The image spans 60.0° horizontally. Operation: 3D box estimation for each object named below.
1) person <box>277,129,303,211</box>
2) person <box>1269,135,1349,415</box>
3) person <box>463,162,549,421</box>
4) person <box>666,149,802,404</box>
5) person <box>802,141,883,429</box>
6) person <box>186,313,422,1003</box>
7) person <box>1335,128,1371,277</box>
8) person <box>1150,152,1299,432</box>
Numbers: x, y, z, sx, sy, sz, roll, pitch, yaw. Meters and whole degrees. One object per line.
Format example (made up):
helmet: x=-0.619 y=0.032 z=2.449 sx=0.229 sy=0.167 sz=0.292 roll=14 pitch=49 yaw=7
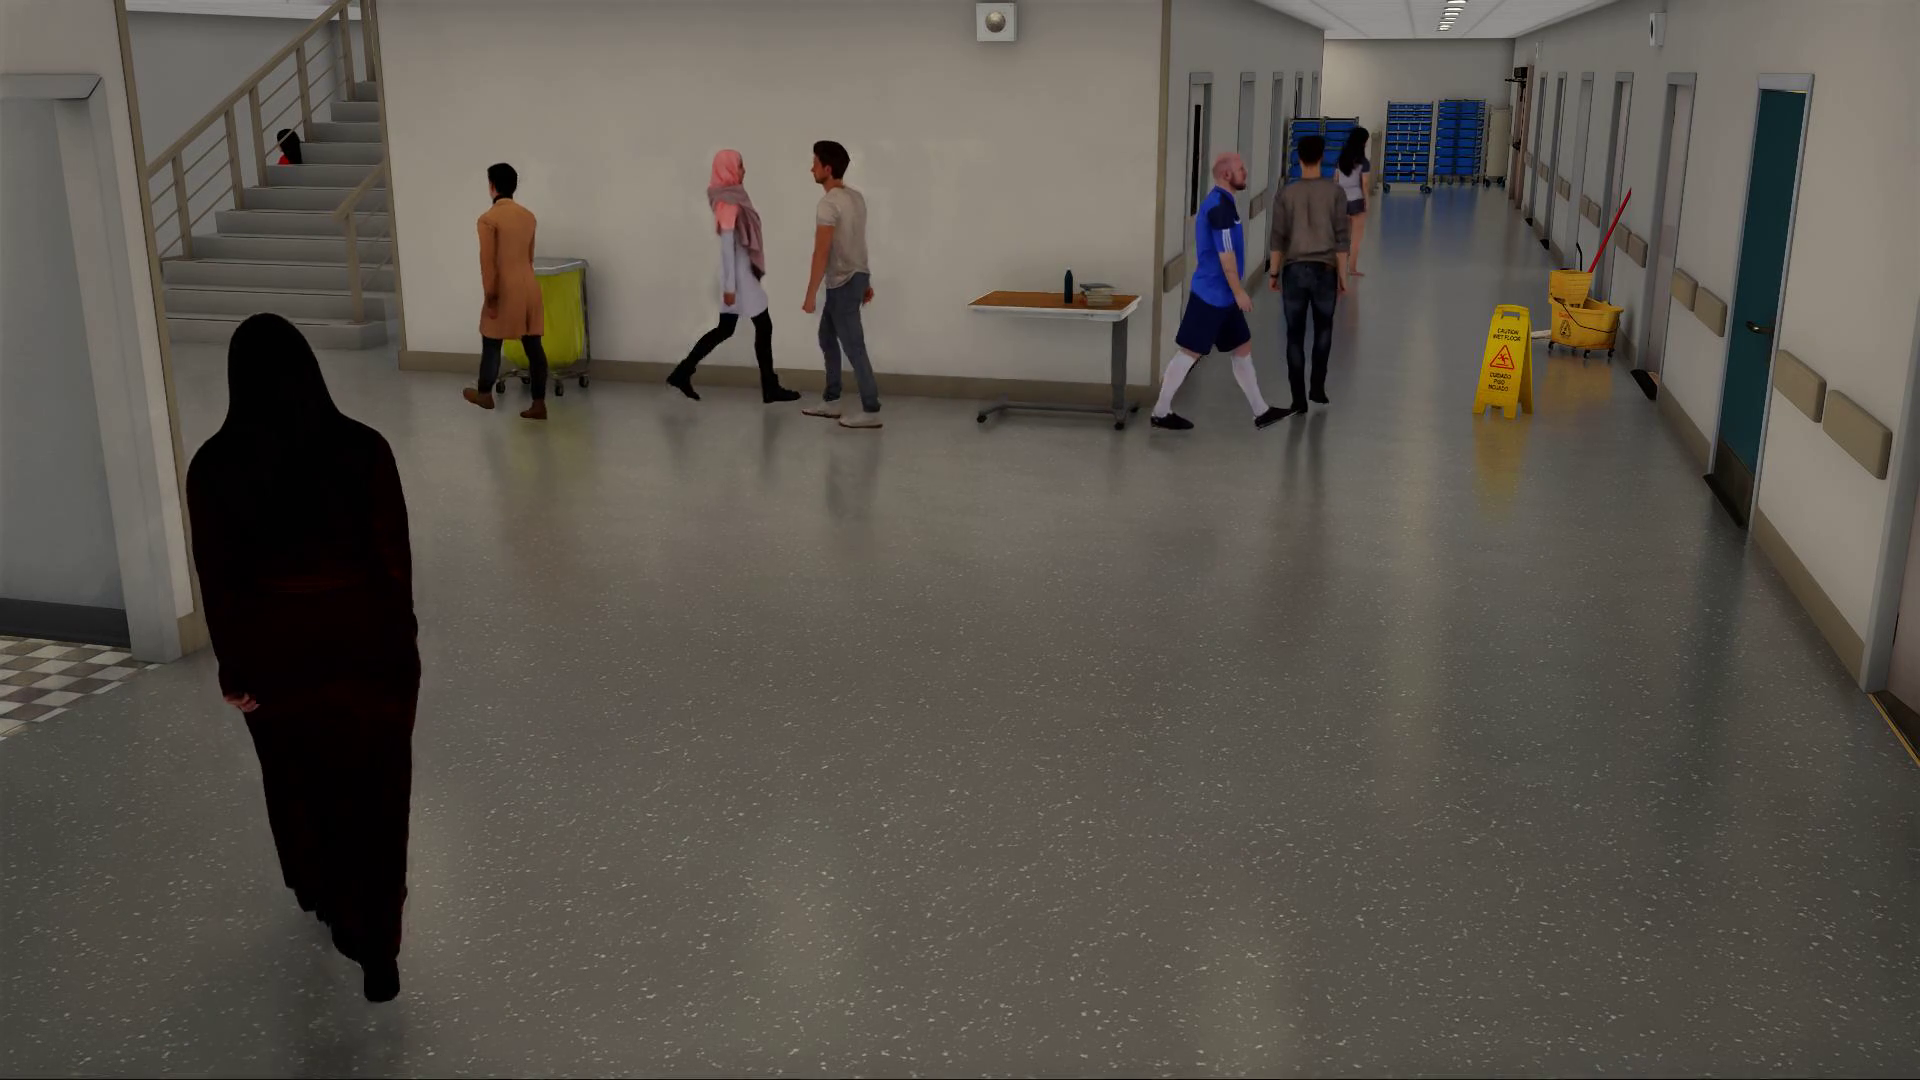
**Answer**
person: x=-6.911 y=-3.390 z=17.332 sx=0.709 sy=1.749 sz=0.592 roll=2 pitch=16 yaw=6
person: x=2.401 y=-1.801 z=11.425 sx=0.707 sy=1.897 sz=0.650 roll=3 pitch=16 yaw=11
person: x=-2.931 y=-1.629 z=11.112 sx=1.008 sy=1.693 sz=1.086 roll=13 pitch=20 yaw=38
person: x=-1.649 y=-1.800 z=11.656 sx=1.054 sy=1.770 sz=1.192 roll=-4 pitch=16 yaw=-12
person: x=-0.673 y=-1.647 z=10.934 sx=0.757 sy=1.867 sz=0.770 roll=4 pitch=16 yaw=15
person: x=-1.593 y=0.336 z=4.174 sx=1.023 sy=1.718 sz=1.196 roll=-5 pitch=16 yaw=-16
person: x=4.547 y=-3.945 z=19.400 sx=0.683 sy=1.696 sz=0.683 roll=9 pitch=18 yaw=30
person: x=1.555 y=-1.541 z=10.703 sx=0.775 sy=1.788 sz=1.123 roll=3 pitch=16 yaw=11
